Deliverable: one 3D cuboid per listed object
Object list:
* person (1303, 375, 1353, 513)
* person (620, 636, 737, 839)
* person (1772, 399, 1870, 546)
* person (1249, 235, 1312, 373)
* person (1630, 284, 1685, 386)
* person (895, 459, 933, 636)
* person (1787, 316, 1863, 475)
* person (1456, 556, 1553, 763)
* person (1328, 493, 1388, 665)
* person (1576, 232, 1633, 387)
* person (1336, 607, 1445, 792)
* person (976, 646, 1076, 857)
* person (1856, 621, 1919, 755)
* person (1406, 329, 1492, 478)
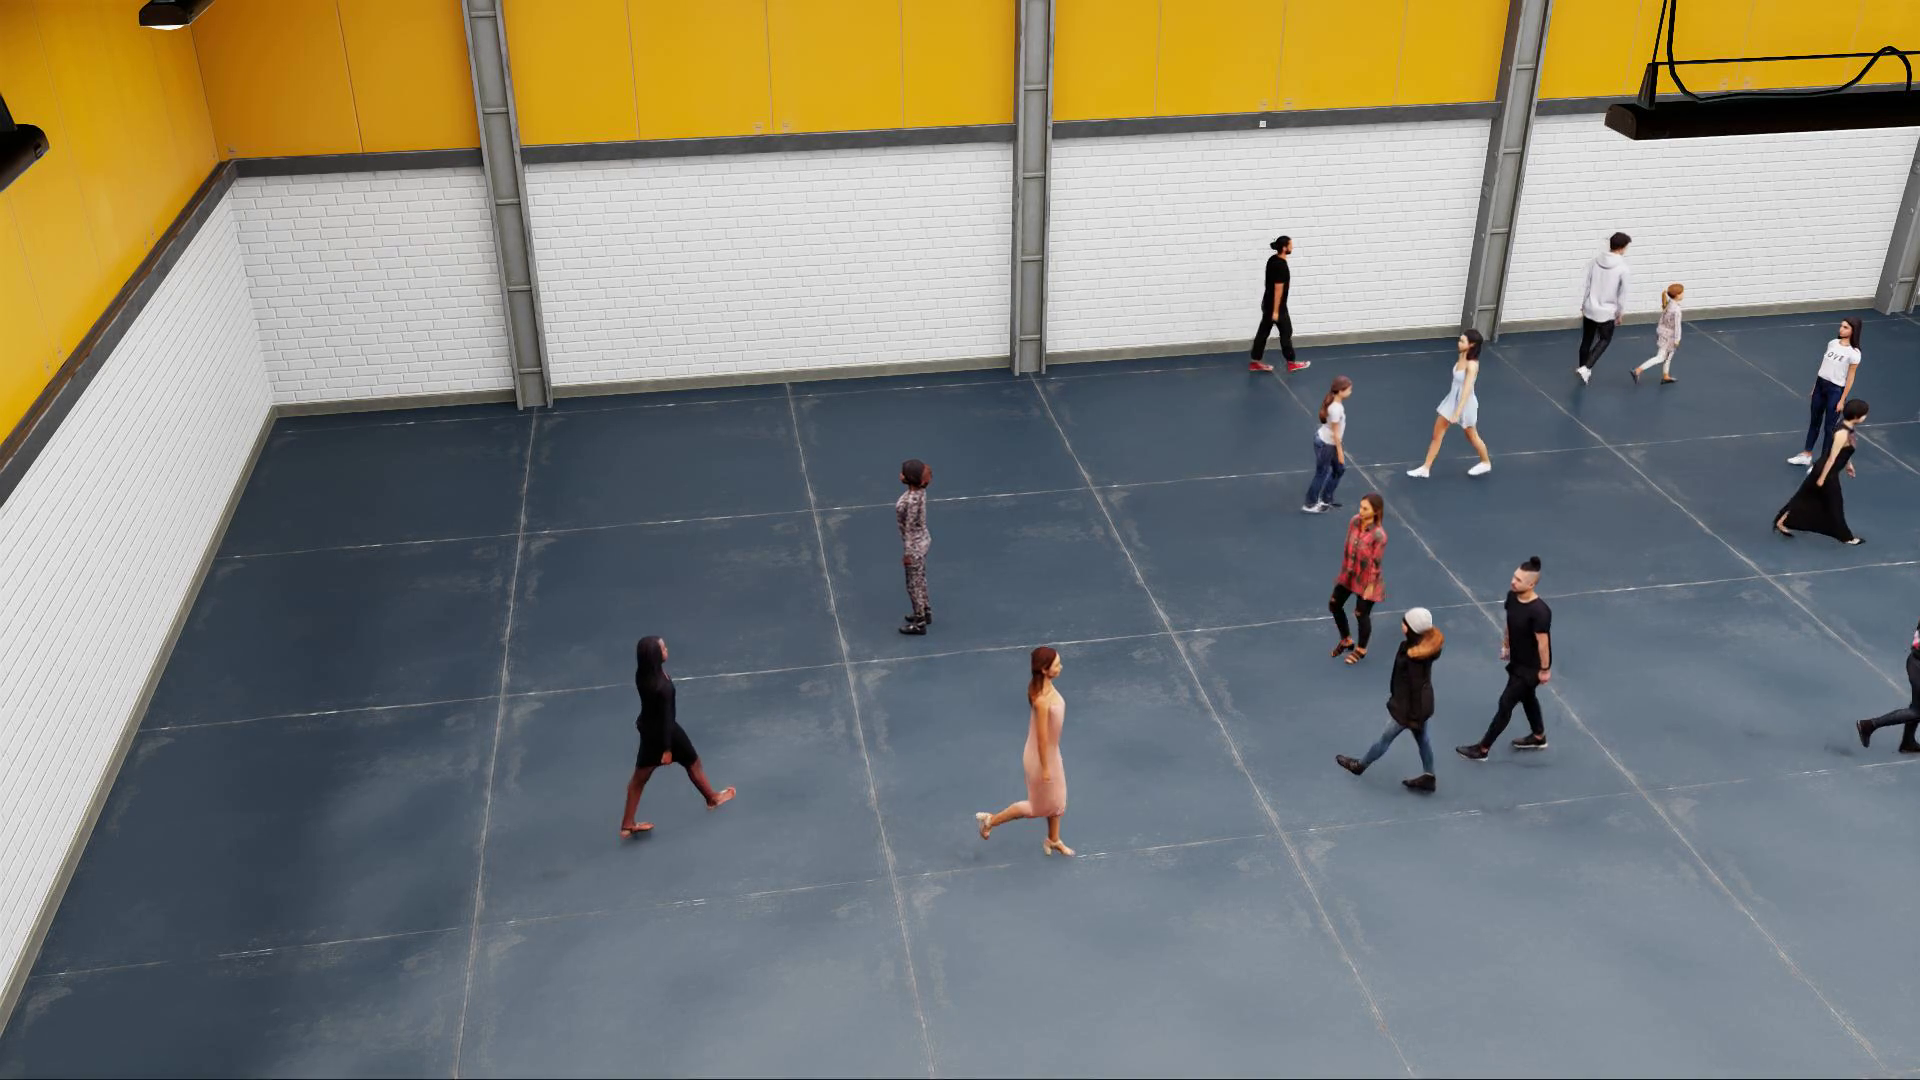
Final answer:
[{"bbox_3d":[3.702,-0.978,17.039,0.722,1.540,0.666,4,29,8],"label":"person"},{"bbox_3d":[-2.304,1.495,12.371,1.263,1.669,0.968,-18,34,-30],"label":"person"},{"bbox_3d":[8.484,-0.671,16.463,1.142,1.554,0.945,12,31,20],"label":"person"},{"bbox_3d":[3.756,-2.848,20.264,0.959,1.734,0.670,-4,29,-7],"label":"person"},{"bbox_3d":[8.440,-2.448,19.994,0.928,1.292,0.628,0,29,-1],"label":"person"},{"bbox_3d":[-0.399,0.059,14.955,0.630,1.715,0.618,3,29,5],"label":"person"},{"bbox_3d":[9.365,-1.570,17.880,0.559,1.774,0.618,-9,30,-17],"label":"person"},{"bbox_3d":[4.561,0.954,13.206,1.070,1.819,0.699,-4,29,-8],"label":"person"},{"bbox_3d":[3.558,0.324,14.497,0.731,1.689,0.720,-15,32,-25],"label":"person"},{"bbox_3d":[7.607,-2.711,19.827,1.009,1.914,1.095,21,35,33],"label":"person"},{"bbox_3d":[3.572,1.277,12.847,1.110,1.597,0.970,12,31,21],"label":"person"},{"bbox_3d":[0.505,1.579,12.068,1.050,1.812,0.811,5,29,9],"label":"person"},{"bbox_3d":[7.605,1.024,13.236,0.961,1.667,0.806,7,29,13],"label":"person"},{"bbox_3d":[5.418,-1.400,17.665,1.158,1.682,0.602,-4,29,-7],"label":"person"}]
